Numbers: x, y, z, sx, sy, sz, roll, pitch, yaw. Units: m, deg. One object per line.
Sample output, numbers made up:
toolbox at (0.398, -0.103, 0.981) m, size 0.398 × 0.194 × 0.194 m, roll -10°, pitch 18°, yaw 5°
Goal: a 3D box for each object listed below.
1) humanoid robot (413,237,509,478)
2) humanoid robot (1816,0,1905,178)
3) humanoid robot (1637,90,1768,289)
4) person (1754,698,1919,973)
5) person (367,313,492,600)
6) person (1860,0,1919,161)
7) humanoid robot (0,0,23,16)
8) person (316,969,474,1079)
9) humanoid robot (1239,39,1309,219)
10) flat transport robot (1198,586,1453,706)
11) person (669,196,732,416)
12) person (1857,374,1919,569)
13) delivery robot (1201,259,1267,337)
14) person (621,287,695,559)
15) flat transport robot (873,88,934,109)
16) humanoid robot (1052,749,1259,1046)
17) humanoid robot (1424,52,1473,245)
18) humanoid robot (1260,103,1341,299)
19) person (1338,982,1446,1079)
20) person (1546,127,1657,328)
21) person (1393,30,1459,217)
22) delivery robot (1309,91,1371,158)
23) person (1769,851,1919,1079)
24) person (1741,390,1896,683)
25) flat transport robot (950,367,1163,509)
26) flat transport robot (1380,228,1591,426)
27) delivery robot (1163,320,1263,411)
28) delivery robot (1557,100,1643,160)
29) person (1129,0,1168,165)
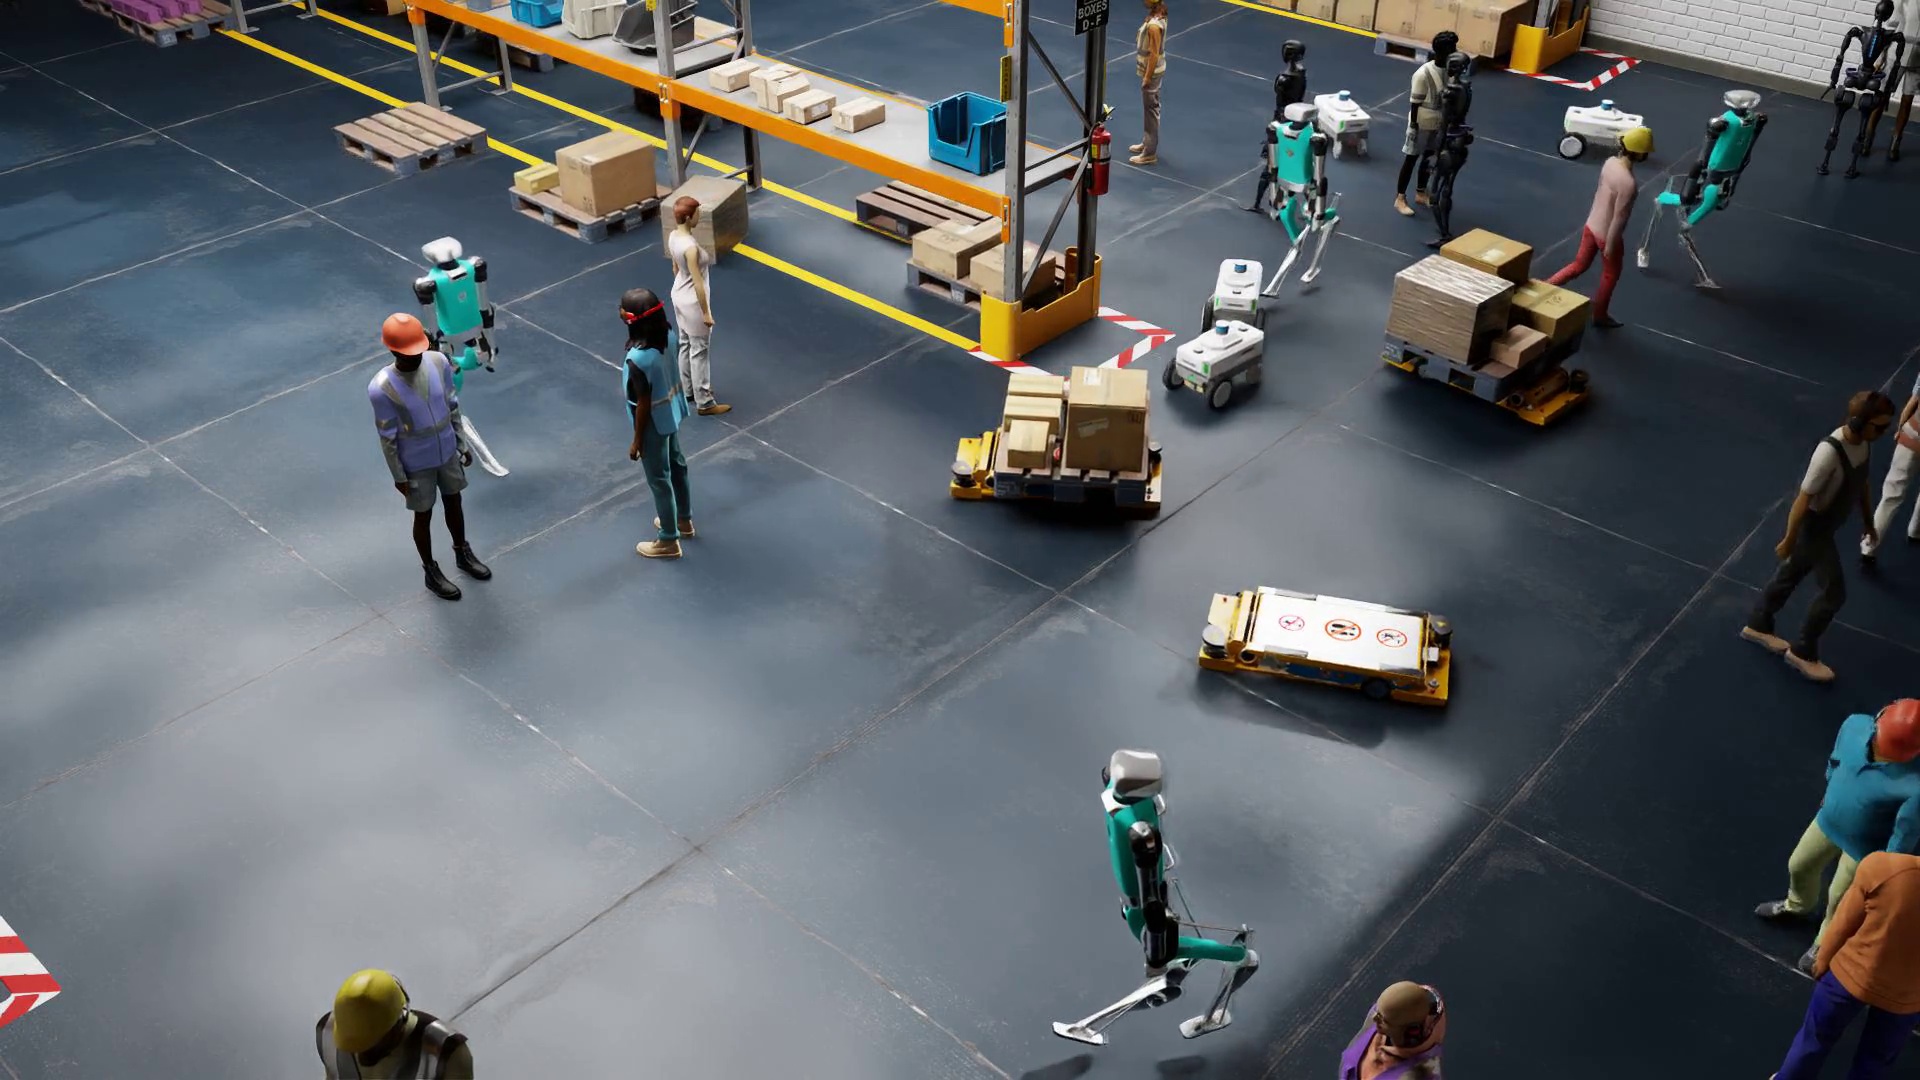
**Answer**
humanoid robot at (-3.577, -1.323, 11.479) m, size 1.018 × 1.778 × 0.531 m, roll 26°, pitch 42°, yaw 32°
humanoid robot at (8.527, -4.286, 15.768) m, size 0.599 × 1.657 × 0.315 m, roll 16°, pitch 38°, yaw 22°
humanoid robot at (6.092, -2.961, 13.836) m, size 0.543 × 1.751 × 1.043 m, roll -12°, pitch 36°, yaw -17°
person at (4.085, 1.342, 7.594) m, size 0.450 × 1.709 × 0.587 m, roll -11°, pitch 36°, yaw -15°
person at (-3.217, -0.515, 10.098) m, size 0.382 × 1.932 × 0.540 m, roll 24°, pitch 41°, yaw 31°
person at (9.153, -4.635, 16.073) m, size 0.545 × 1.926 × 0.387 m, roll 14°, pitch 37°, yaw 19°
humanoid robot at (-11.654, -7.104, 19.871) m, size 0.600 × 1.635 × 0.563 m, roll -17°, pitch 38°, yaw -23°
person at (-2.049, 2.232, 6.216) m, size 0.589 × 1.825 × 0.405 m, roll 8°, pitch 35°, yaw 11°
humanoid robot at (2.980, -3.676, 14.944) m, size 0.778 × 1.636 × 0.584 m, roll 20°, pitch 39°, yaw 27°
flat transport robot at (2.185, 0.614, 9.920) m, size 1.431 × 0.231 × 0.659 m, roll 9°, pitch 36°, yaw 12°
person at (-1.918, -1.694, 12.040) m, size 0.286 × 1.658 × 0.439 m, roll -19°, pitch 39°, yaw -25°
person at (6.067, -0.584, 10.439) m, size 0.444 × 1.650 × 0.846 m, roll 28°, pitch 44°, yaw 35°
delivery robot at (2.226, -1.965, 13.394) m, size 0.520 × 0.581 × 0.750 m, roll 7°, pitch 35°, yaw 10°
person at (-1.905, -0.729, 10.461) m, size 0.392 × 1.866 × 0.518 m, roll 9°, pitch 36°, yaw 13°
flat transport robot at (-0.591, -4.320, 17.069) m, size 1.431 × 0.231 × 0.659 m, roll 24°, pitch 41°, yaw 30°
humanoid robot at (0.952, 1.607, 7.225) m, size 1.058 × 1.745 × 0.560 m, roll -6°, pitch 35°, yaw -9°
humanoid robot at (4.298, -3.414, 14.518) m, size 0.418 × 1.638 × 0.609 m, roll 22°, pitch 40°, yaw 28°
humanoid robot at (2.824, -2.778, 13.546) m, size 0.536 × 1.722 × 1.048 m, roll 26°, pitch 43°, yaw 33°
person at (1.584, 2.262, 6.277) m, size 0.340 × 1.692 × 0.492 m, roll -8°, pitch 36°, yaw -12°
person at (4.979, -2.434, 13.056) m, size 0.781 × 1.731 × 0.556 m, roll -3°, pitch 35°, yaw -5°
person at (4.237, -3.766, 15.016) m, size 0.534 × 1.693 × 0.320 m, roll -20°, pitch 40°, yaw -27°
delivery robot at (3.806, -4.182, 16.611) m, size 0.499 × 0.587 × 0.766 m, roll -8°, pitch 35°, yaw -11°
person at (3.753, 1.773, 6.749) m, size 0.519 × 1.972 × 0.405 m, roll 18°, pitch 39°, yaw 25°
person at (5.008, -0.026, 9.484) m, size 0.731 × 1.811 × 0.497 m, roll 27°, pitch 43°, yaw 33°
flat transport robot at (0.680, -0.501, 11.536) m, size 1.431 × 0.231 × 0.659 m, roll 4°, pitch 35°, yaw 5°
flat transport robot at (4.004, -1.312, 12.711) m, size 0.659 × 0.231 × 1.431 m, roll -28°, pitch 44°, yaw -35°
delivery robot at (1.937, -1.359, 12.530) m, size 0.779 × 0.597 × 0.499 m, roll -27°, pitch 43°, yaw -34°
delivery robot at (6.327, -4.042, 16.404) m, size 0.767 × 0.583 × 0.499 m, roll 14°, pitch 37°, yaw 20°
person at (1.822, -4.510, 16.019) m, size 0.314 × 1.774 × 0.459 m, roll 4°, pitch 35°, yaw 6°
